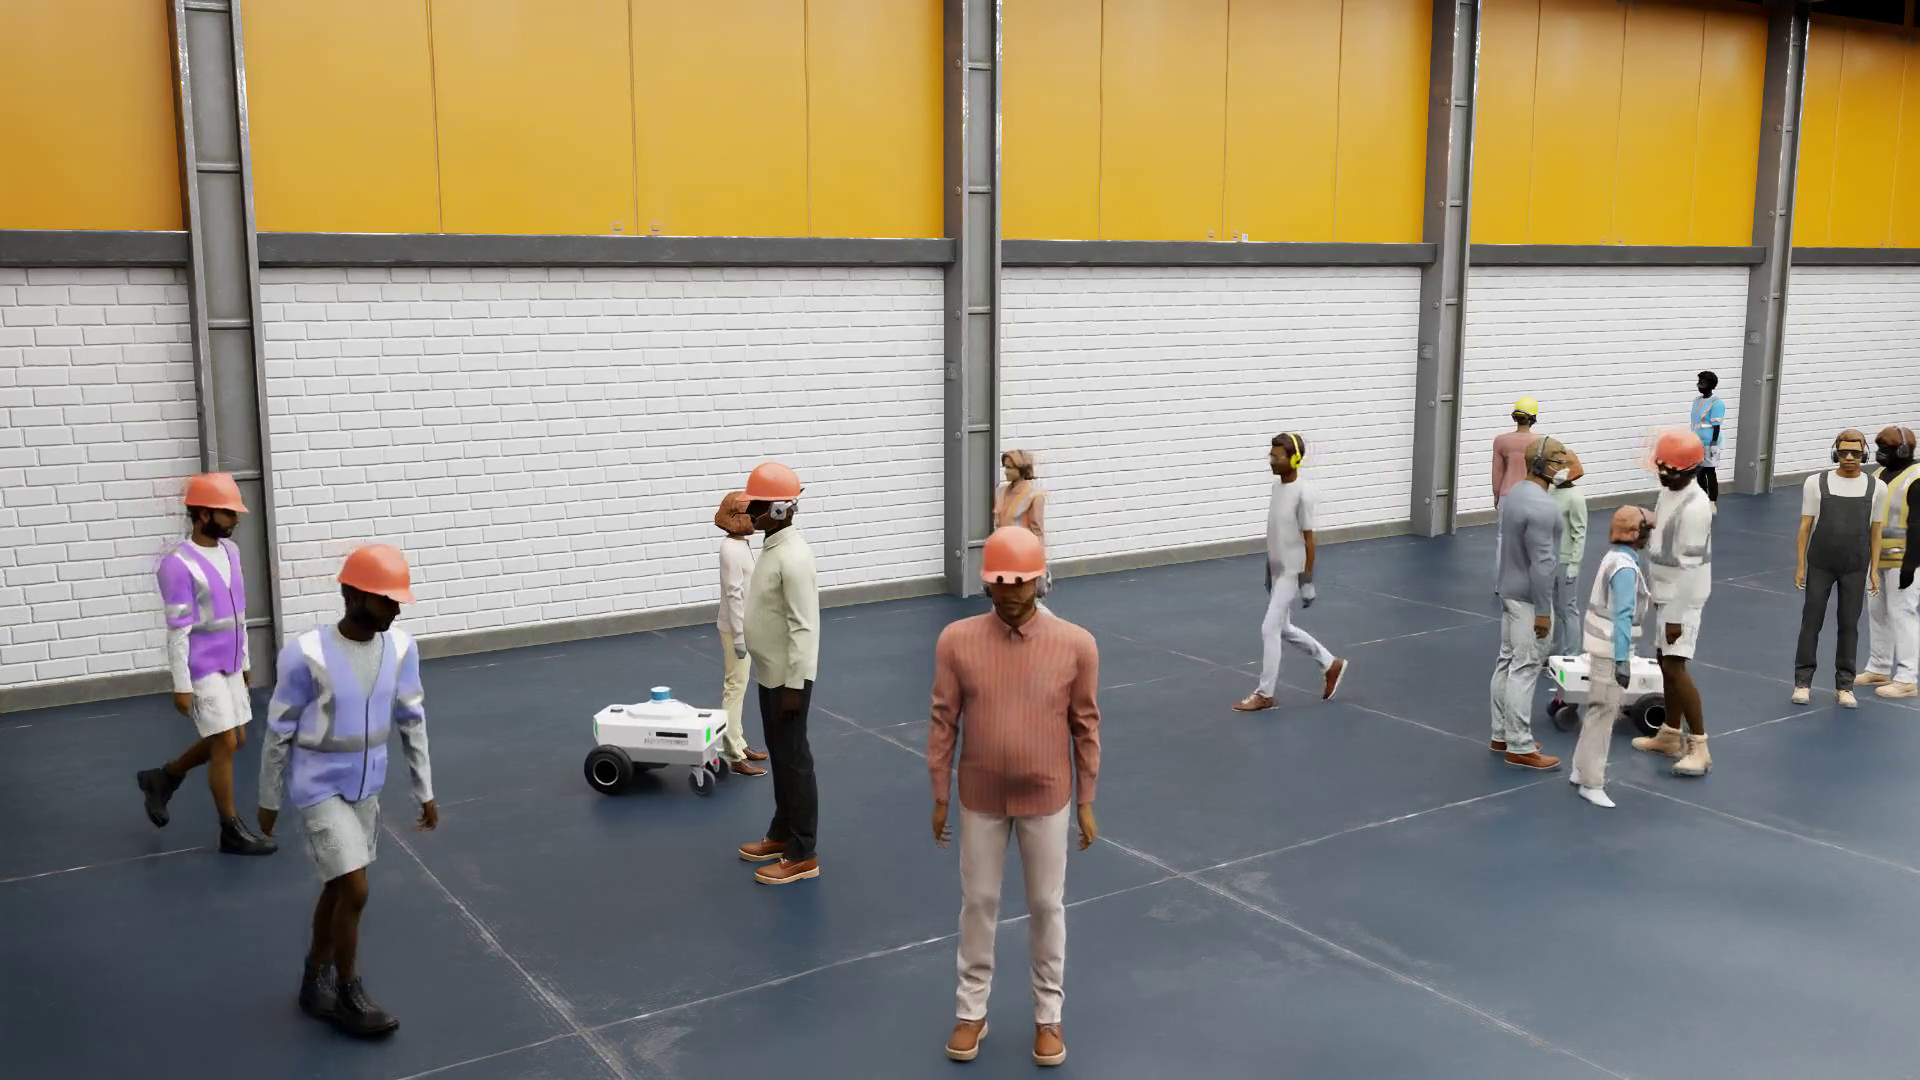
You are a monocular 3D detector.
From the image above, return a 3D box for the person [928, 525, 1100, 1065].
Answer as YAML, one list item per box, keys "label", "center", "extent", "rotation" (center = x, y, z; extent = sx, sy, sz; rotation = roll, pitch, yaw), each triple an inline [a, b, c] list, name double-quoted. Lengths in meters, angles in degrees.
- label: "person"
  center: [0.192, 0.928, 6.055]
  extent: [0.622, 1.992, 0.394]
  rotation: [1, 9, 7]

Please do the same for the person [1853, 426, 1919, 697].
- label: "person"
  center: [6.338, 0.141, 11.309]
  extent: [0.431, 1.834, 0.624]
  rotation: [0, 9, -3]

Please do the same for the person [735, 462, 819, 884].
- label: "person"
  center: [-0.857, 0.621, 7.903]
  extent: [0.381, 1.994, 0.622]
  rotation: [-3, 10, -19]

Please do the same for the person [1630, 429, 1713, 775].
- label: "person"
  center: [4.142, 0.344, 9.610]
  extent: [0.437, 1.995, 0.725]
  rotation: [2, 10, 13]

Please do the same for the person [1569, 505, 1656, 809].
- label: "person"
  center: [3.537, 0.628, 8.995]
  extent: [0.341, 1.626, 0.655]
  rotation: [3, 10, 19]

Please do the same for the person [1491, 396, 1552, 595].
- label: "person"
  center: [4.927, -0.376, 14.602]
  extent: [0.525, 1.769, 0.310]
  rotation: [6, 11, 34]

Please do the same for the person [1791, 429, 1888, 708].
- label: "person"
  center: [5.792, 0.187, 10.967]
  extent: [0.506, 1.846, 0.343]
  rotation: [4, 10, 21]

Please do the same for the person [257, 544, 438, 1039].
- label: "person"
  center: [-2.319, 0.940, 6.314]
  extent: [0.704, 1.877, 0.564]
  rotation: [6, 11, 33]

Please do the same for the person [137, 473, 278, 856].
- label: "person"
  center: [-3.785, 0.610, 8.254]
  extent: [0.751, 1.907, 0.555]
  rotation: [2, 10, 10]

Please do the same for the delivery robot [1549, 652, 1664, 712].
- label: "delivery robot"
  center: [4.093, 0.866, 10.472]
  extent: [0.707, 0.478, 0.477]
  rotation: [1, 10, 8]

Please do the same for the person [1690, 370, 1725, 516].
- label: "person"
  center: [8.661, -1.125, 19.340]
  extent: [0.321, 1.691, 0.536]
  rotation: [-1, 9, -6]

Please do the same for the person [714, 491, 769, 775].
- label: "person"
  center: [-1.257, 0.525, 9.566]
  extent: [0.285, 1.633, 0.498]
  rotation: [-1, 9, -3]

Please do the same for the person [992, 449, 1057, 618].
- label: "person"
  center: [0.473, 0.142, 11.931]
  extent: [0.709, 1.618, 0.521]
  rotation: [-7, 12, -37]

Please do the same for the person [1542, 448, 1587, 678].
- label: "person"
  center: [4.242, 0.160, 11.768]
  extent: [0.280, 1.632, 0.501]
  rotation: [-1, 9, -7]

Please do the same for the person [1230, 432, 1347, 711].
- label: "person"
  center: [2.183, 0.204, 10.870]
  extent: [0.773, 1.847, 0.524]
  rotation: [-2, 10, -12]

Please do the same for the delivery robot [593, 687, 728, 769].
- label: "delivery robot"
  center: [-1.665, 1.064, 9.280]
  extent: [0.707, 0.478, 0.477]
  rotation: [2, 10, 10]

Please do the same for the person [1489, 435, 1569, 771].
- label: "person"
  center: [3.311, 0.357, 9.674]
  extent: [0.371, 1.936, 0.629]
  rotation: [1, 9, 4]
